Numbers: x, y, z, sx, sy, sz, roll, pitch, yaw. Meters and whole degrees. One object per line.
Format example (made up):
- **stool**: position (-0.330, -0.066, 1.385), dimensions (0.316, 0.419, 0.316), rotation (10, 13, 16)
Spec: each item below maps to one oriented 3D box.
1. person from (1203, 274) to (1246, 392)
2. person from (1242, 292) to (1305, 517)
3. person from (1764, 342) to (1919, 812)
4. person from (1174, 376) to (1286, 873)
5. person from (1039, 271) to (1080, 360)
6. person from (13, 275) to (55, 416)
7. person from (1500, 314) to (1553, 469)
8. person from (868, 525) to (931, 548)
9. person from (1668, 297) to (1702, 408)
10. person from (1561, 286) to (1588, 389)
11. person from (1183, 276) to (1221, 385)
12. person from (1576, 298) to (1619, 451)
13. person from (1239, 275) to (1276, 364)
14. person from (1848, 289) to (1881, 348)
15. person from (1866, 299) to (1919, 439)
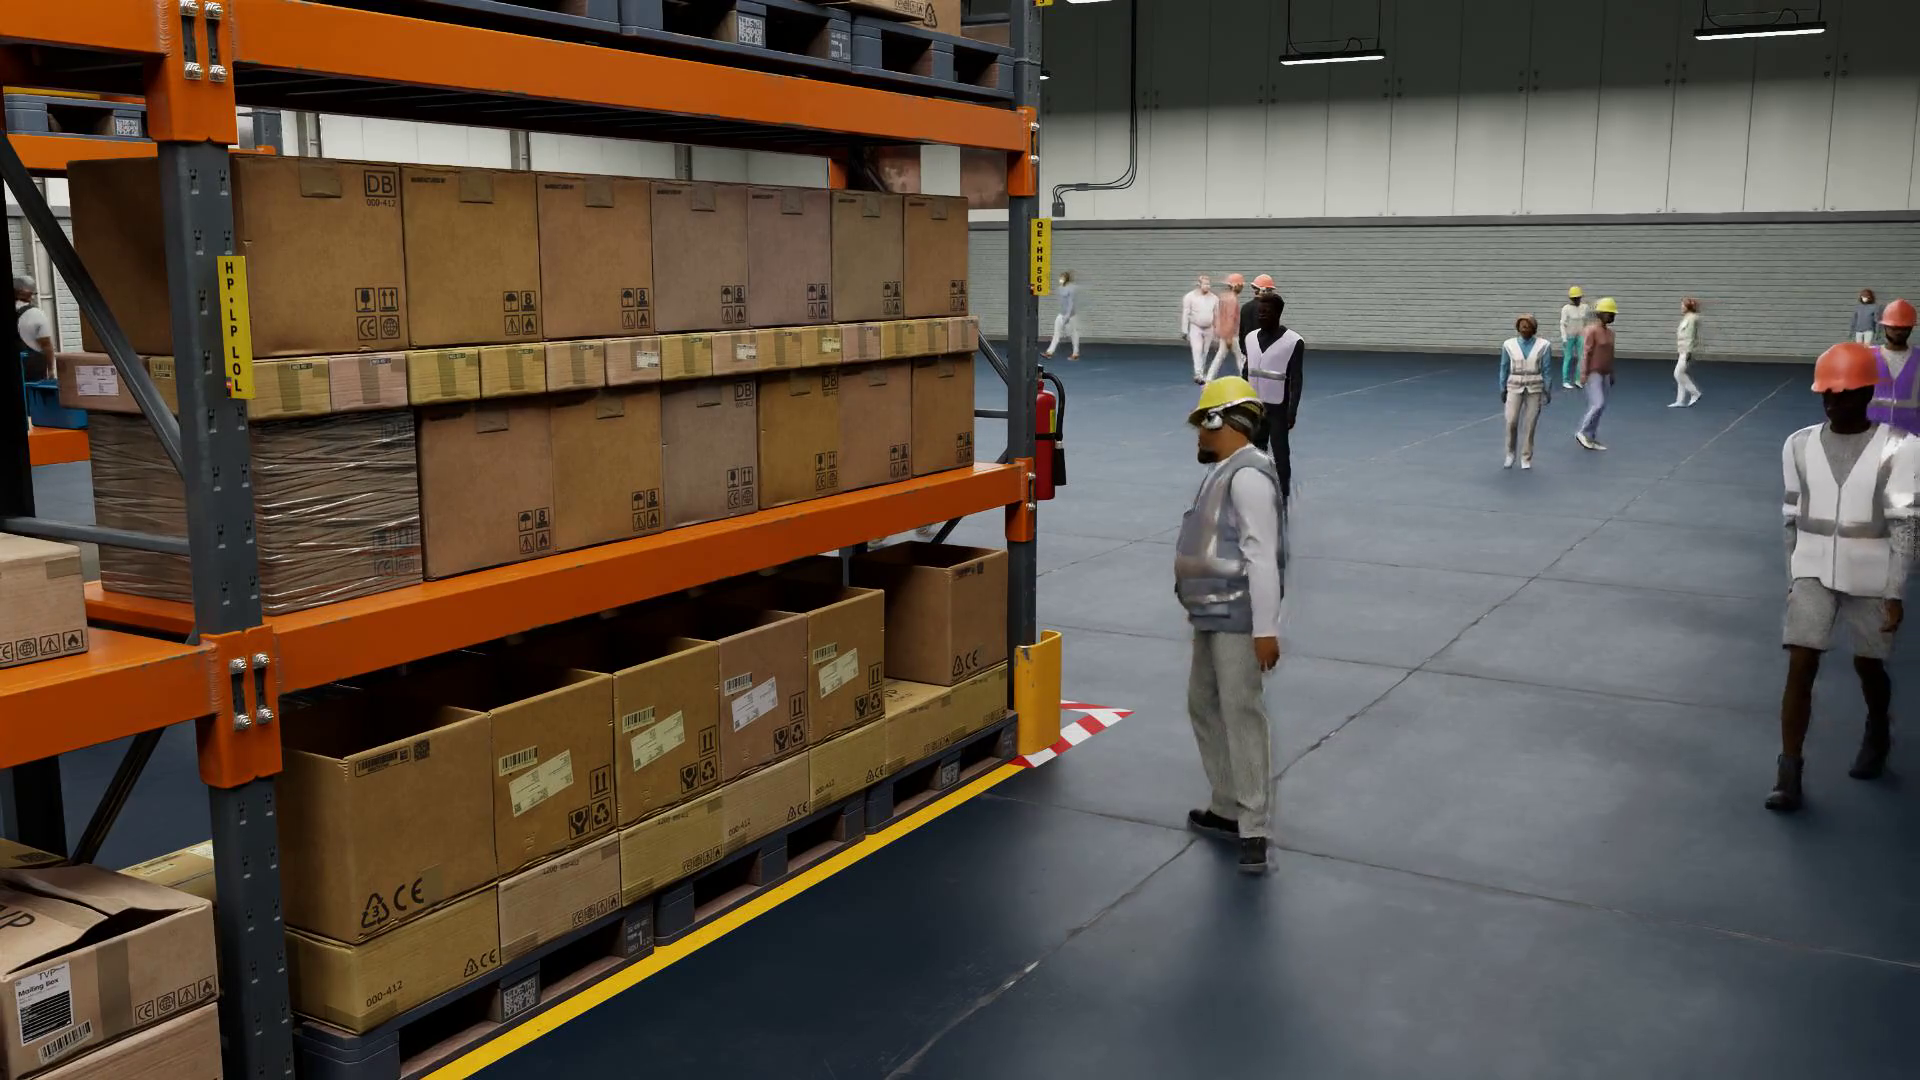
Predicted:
- **person**: position (4.429, -3.325, 26.910), dimensions (1.014, 1.940, 0.637), rotation (-1, 10, -3)
- **person**: position (2.646, -1.141, 14.173), dimensions (0.390, 1.920, 0.587), rotation (-9, 13, -43)
- **person**: position (3.660, 0.128, 6.850), dimensions (0.548, 1.899, 0.952), rotation (9, 13, 41)
- **person**: position (1.008, 0.300, 6.188), dimensions (0.404, 1.778, 0.737), rotation (0, 10, -3)
- **person**: position (2.159, -4.752, 35.375), dimensions (1.012, 1.889, 0.641), rotation (-5, 11, -29)
- **person**: position (-10.618, -2.012, 18.921), dimensions (0.699, 2.000, 0.543), rotation (0, 10, -1)
- **person**: position (5.903, -1.539, 17.356), dimensions (0.526, 1.622, 0.440), rotation (3, 10, 18)
- **person**: position (-0.482, -0.898, 12.978), dimensions (0.589, 1.850, 0.925), rotation (4, 10, 20)
- **person**: position (10.631, -2.742, 24.375), dimensions (0.366, 1.627, 0.536), rotation (2, 10, 12)
- **person**: position (10.285, -3.390, 27.898), dimensions (0.553, 1.716, 0.534), rotation (-2, 10, -13)
- **person**: position (4.248, -3.634, 28.894), dimensions (0.672, 1.868, 0.818), rotation (-3, 10, -18)
- **person**: position (7.315, -1.884, 19.004), dimensions (0.554, 1.749, 0.385), rotation (-7, 12, -36)
- **person**: position (3.851, -2.415, 21.431), dimensions (0.400, 1.987, 0.612), rotation (-6, 11, -31)
- **person**: position (16.666, -3.810, 30.684), dimensions (0.600, 1.615, 0.502), rotation (-7, 12, -35)
- **person**: position (6.792, -0.795, 12.166), dimensions (0.542, 1.923, 0.520), rotation (5, 11, 26)
